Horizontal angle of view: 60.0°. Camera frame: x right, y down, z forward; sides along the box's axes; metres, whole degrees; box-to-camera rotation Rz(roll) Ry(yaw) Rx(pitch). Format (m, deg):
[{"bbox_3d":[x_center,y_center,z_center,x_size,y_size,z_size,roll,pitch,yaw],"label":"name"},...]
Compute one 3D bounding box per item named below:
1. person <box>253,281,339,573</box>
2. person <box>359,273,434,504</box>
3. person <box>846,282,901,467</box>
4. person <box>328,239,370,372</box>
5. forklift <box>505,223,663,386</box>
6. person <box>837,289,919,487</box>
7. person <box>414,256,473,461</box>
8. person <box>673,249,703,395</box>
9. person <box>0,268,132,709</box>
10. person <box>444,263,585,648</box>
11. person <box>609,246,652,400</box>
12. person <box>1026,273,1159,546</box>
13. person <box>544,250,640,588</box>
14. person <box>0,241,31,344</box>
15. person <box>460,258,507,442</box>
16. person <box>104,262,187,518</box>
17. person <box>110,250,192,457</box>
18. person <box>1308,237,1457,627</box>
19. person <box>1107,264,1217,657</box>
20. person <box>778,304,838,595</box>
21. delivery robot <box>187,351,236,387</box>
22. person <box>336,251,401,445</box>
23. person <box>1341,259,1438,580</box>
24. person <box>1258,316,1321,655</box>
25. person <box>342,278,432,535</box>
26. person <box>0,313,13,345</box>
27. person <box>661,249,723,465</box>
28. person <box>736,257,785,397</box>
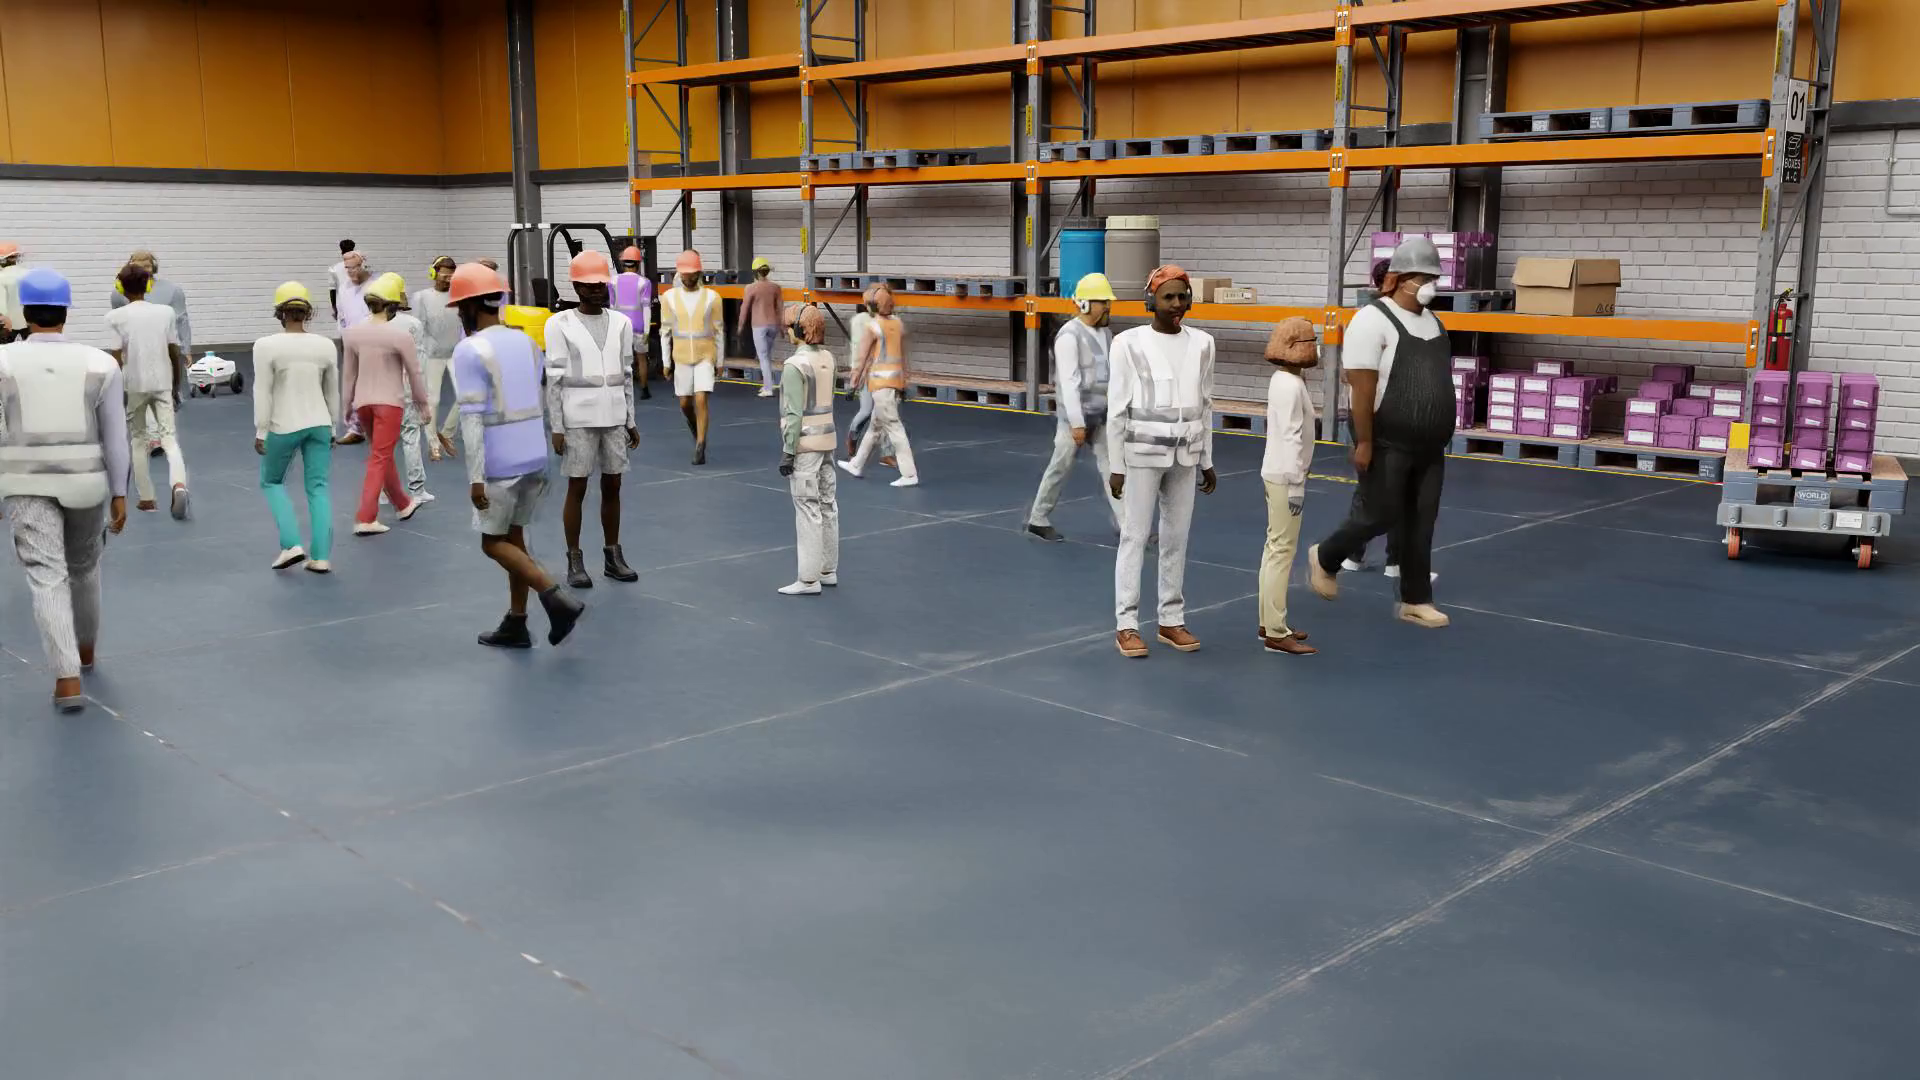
[{"bbox_3d":[-3.979,-0.667,9.965,0.458,1.745,0.551,9,14,42],"label":"person"},{"bbox_3d":[-4.253,-1.135,12.547,0.493,1.743,0.295,0,10,-1],"label":"person"},{"bbox_3d":[-0.761,-1.465,14.688,0.510,1.612,0.591,-6,12,-30],"label":"person"},{"bbox_3d":[-8.867,-3.394,24.254,0.604,1.967,0.367,-2,11,-9],"label":"person"},{"bbox_3d":[-5.316,-3.263,22.920,2.313,2.155,1.214,-10,14,-44],"label":"forklift"},{"bbox_3d":[-0.682,-1.228,13.463,0.887,1.584,0.519,6,12,30],"label":"person"},{"bbox_3d":[-4.633,-1.623,14.944,0.671,1.839,0.472,-8,13,-37],"label":"person"},{"bbox_3d":[-3.419,-2.778,21.238,0.429,1.844,0.627,1,10,6],"label":"person"},{"bbox_3d":[-3.996,-0.245,7.342,0.600,1.890,1.054,-7,13,-35],"label":"person"},{"bbox_3d":[-2.139,-0.374,7.998,0.694,1.902,0.552,5,12,26],"label":"person"},{"bbox_3d":[-3.993,-2.603,20.141,0.540,1.903,0.964,1,10,3],"label":"person"},{"bbox_3d":[0.834,-0.830,10.782,0.949,1.780,0.618,8,13,36],"label":"person"},{"bbox_3d":[-2.105,-0.695,9.617,0.552,1.936,0.358,-8,13,-38],"label":"person"},{"bbox_3d":[-11.595,-2.705,20.544,0.994,1.956,0.611,4,11,23],"label":"person"},{"bbox_3d":[-4.734,-1.852,16.289,0.602,1.805,0.510,-8,13,-38],"label":"person"},{"bbox_3d":[-5.831,-1.077,11.982,0.517,1.846,0.869,-8,13,-36],"label":"person"},{"bbox_3d":[-7.462,-1.727,15.394,0.633,1.885,1.025,-6,12,-31],"label":"person"},{"bbox_3d":[2.257,-0.575,8.681,0.692,2.000,0.717,-7,12,-32],"label":"person"},{"bbox_3d":[0.976,-0.379,8.036,0.585,1.882,0.337,-4,11,-23],"label":"person"},{"bbox_3d":[-0.852,-0.505,9.395,0.308,1.640,0.510,4,11,21],"label":"person"},{"bbox_3d":[-9.456,-2.140,21.010,0.477,0.478,0.707,0,10,0],"label":"delivery robot"},{"bbox_3d":[-5.776,-1.854,16.146,0.646,1.869,0.772,2,11,12],"label":"person"},{"bbox_3d":[2.537,-0.707,9.855,0.366,1.882,0.701,-5,12,-27],"label":"person"},{"bbox_3d":[1.612,-0.270,8.118,0.280,1.636,0.500,1,10,5],"label":"person"},{"bbox_3d":[-3.913,-0.926,11.444,0.546,1.717,0.872,4,11,19],"label":"person"},{"bbox_3d":[-5.412,-0.480,9.366,0.528,1.600,0.838,0,10,1],"label":"person"},{"bbox_3d":[-2.389,-1.654,14.951,0.550,1.907,0.777,0,10,-1],"label":"person"},{"bbox_3d":[-2.508,-2.672,20.932,0.555,1.734,0.676,-9,14,-40],"label":"person"}]
